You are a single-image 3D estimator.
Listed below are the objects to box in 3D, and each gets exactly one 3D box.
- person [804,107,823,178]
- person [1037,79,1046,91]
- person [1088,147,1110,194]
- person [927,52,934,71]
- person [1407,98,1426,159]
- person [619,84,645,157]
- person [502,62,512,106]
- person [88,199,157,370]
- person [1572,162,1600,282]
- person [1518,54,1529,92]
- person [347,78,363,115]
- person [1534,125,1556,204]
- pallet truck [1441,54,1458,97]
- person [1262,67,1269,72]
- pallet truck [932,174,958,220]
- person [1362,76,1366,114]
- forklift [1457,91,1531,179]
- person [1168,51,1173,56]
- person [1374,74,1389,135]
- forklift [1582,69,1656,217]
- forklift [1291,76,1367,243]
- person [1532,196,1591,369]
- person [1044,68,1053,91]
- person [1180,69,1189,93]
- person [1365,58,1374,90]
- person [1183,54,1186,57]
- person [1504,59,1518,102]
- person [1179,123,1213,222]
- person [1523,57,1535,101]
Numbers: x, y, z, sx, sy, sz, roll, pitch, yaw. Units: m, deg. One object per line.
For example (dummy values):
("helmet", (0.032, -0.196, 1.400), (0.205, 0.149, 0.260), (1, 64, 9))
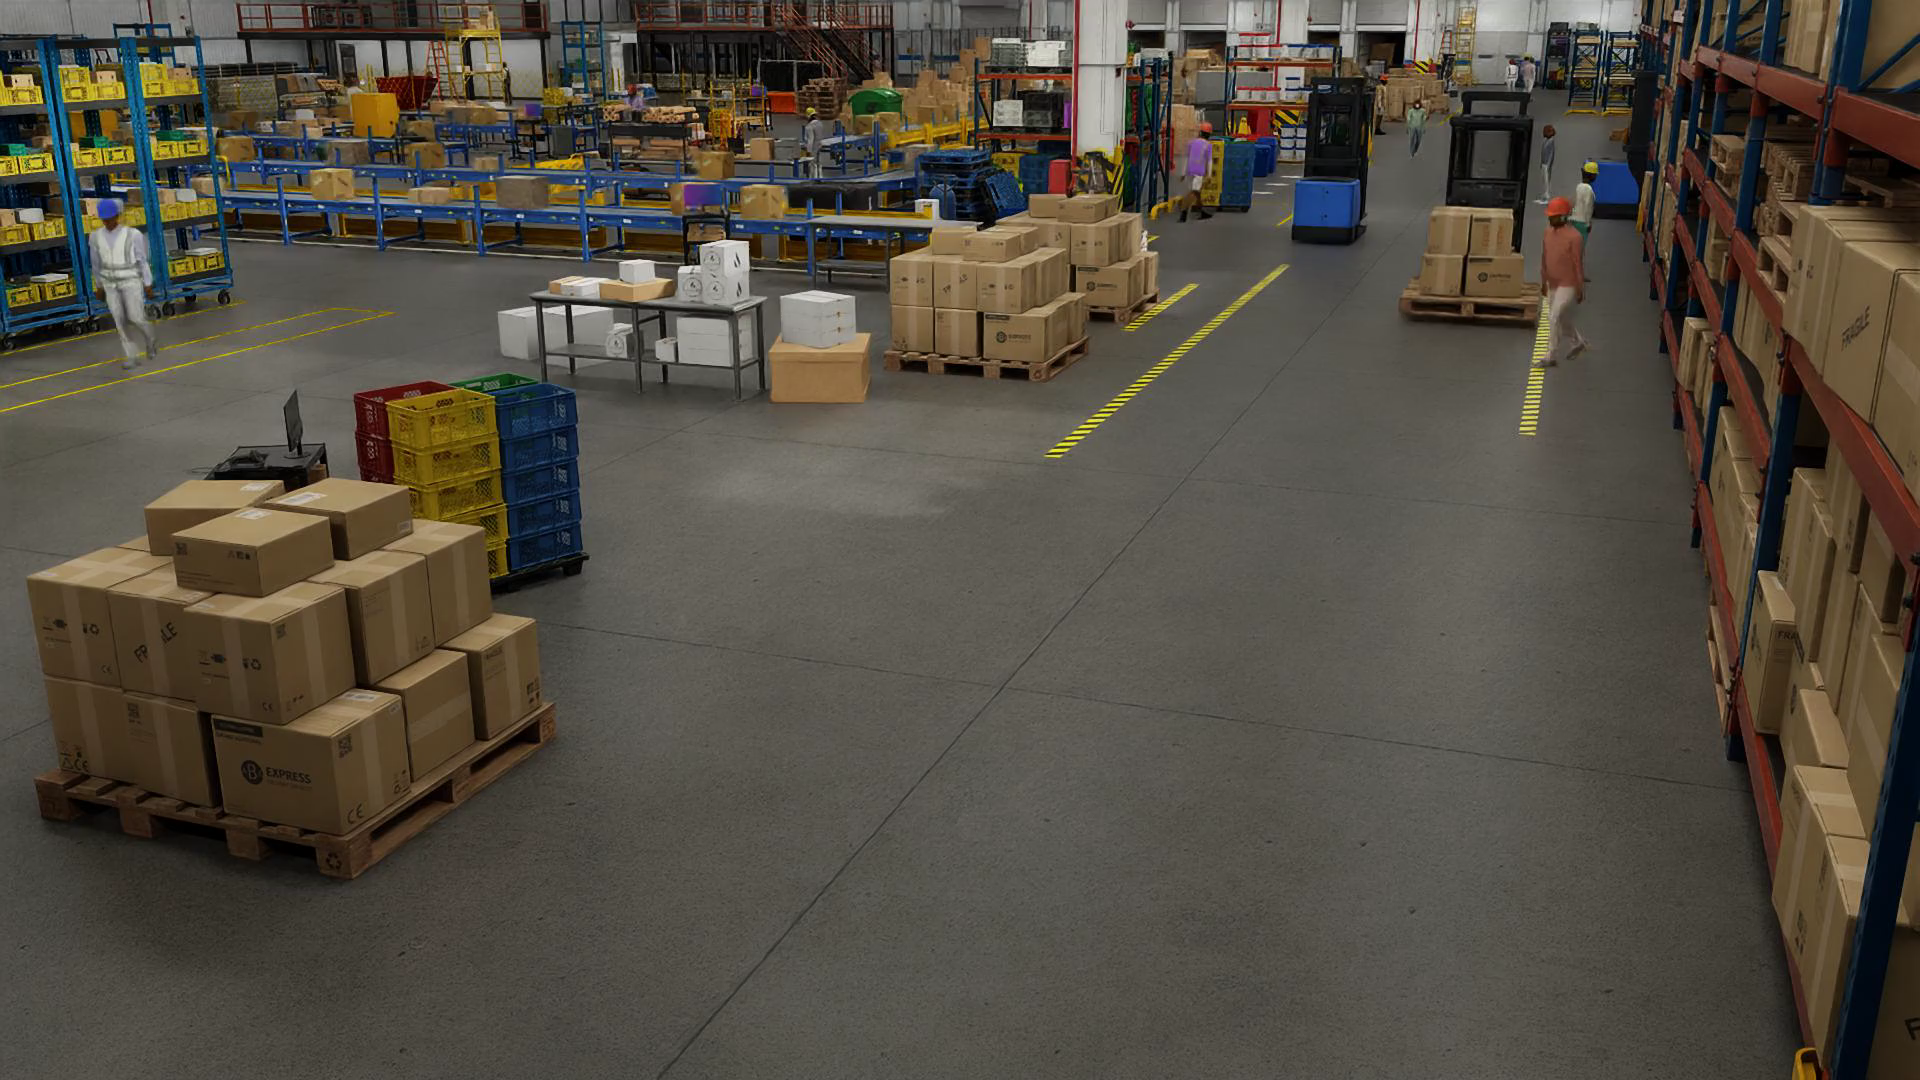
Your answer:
("person", (-3.352, -8.922, 37.907), (0.403, 1.823, 0.586), (6, 19, 20))
("person", (2.929, -15.809, 59.371), (0.460, 1.928, 0.595), (2, 18, 7))
("person", (2.377, -5.680, 27.850), (0.783, 1.735, 0.540), (15, 23, 38))
("person", (-1.616, -26.227, 92.414), (0.457, 1.731, 0.500), (-14, 23, -38))
("person", (12.579, -11.362, 45.896), (0.514, 1.617, 0.493), (3, 18, 10))
("person", (-8.970, -11.388, 45.368), (0.624, 1.991, 0.996), (9, 20, 27))
("person", (-19.425, -19.527, 71.193), (0.335, 1.843, 0.513), (10, 20, 28))
("person", (-9.453, -2.892, 18.788), (0.639, 1.922, 0.549), (0, 18, -1))
("person", (9.362, -4.774, 24.969), (0.312, 1.768, 0.524), (0, 18, 0))
("person", (27.596, -22.810, 81.422), (0.619, 1.886, 0.937), (-7, 19, -20))
("person", (-18.941, -13.559, 52.359), (0.658, 1.892, 0.432), (9, 20, 27))
("person", (12.328, -7.890, 34.972), (0.283, 1.631, 0.503), (1, 18, 2))
("pallet truck", (22.765, -21.886, 78.355), (0.823, 1.965, 1.885), (-4, 18, -14))
("person", (11.155, -16.532, 61.630), (0.675, 1.943, 0.606), (-3, 18, -10))
("pallet truck", (-0.507, -5.292, 27.348), (0.653, 1.274, 1.630), (6, 19, 19))
("person", (14.017, -15.351, 58.226), (0.401, 1.746, 0.521), (8, 19, 23))
("forklift", (7.597, -5.029, 23.957), (1.129, 2.768, 1.873), (6, 19, 18))
("person", (11.714, -26.218, 92.303), (0.627, 1.804, 0.937), (-16, 24, -41))
("person", (13.833, -14.268, 54.515), (0.357, 1.937, 0.551), (10, 20, 28))
("forklift", (13.219, -7.740, 32.475), (1.873, 2.768, 1.129), (6, 19, 18))
("forklift", (6.598, -6.755, 29.381), (1.129, 2.768, 1.873), (6, 19, 19))
("person", (6.900, -2.925, 18.872), (0.814, 1.956, 0.636), (-5, 18, -16))
("person", (3.346, -16.969, 63.037), (0.395, 1.919, 0.590), (10, 20, 30))
("person", (8.338, -16.737, 62.455), (0.875, 1.834, 0.539), (1, 18, 3))
("person", (18.736, -20.994, 75.798), (0.543, 1.849, 0.495), (-14, 22, -37))
("person", (11.591, -24.009, 85.374), (0.992, 1.793, 0.617), (8, 19, 24))
("person", (24.580, -20.499, 74.178), (0.572, 1.886, 0.358), (-2, 18, -6))
("person", (4.547, -7.081, 32.061), (0.978, 1.879, 0.607), (-14, 23, -38))
("person", (25.596, -20.698, 74.744), (0.384, 1.938, 0.630), (-8, 19, -23))
